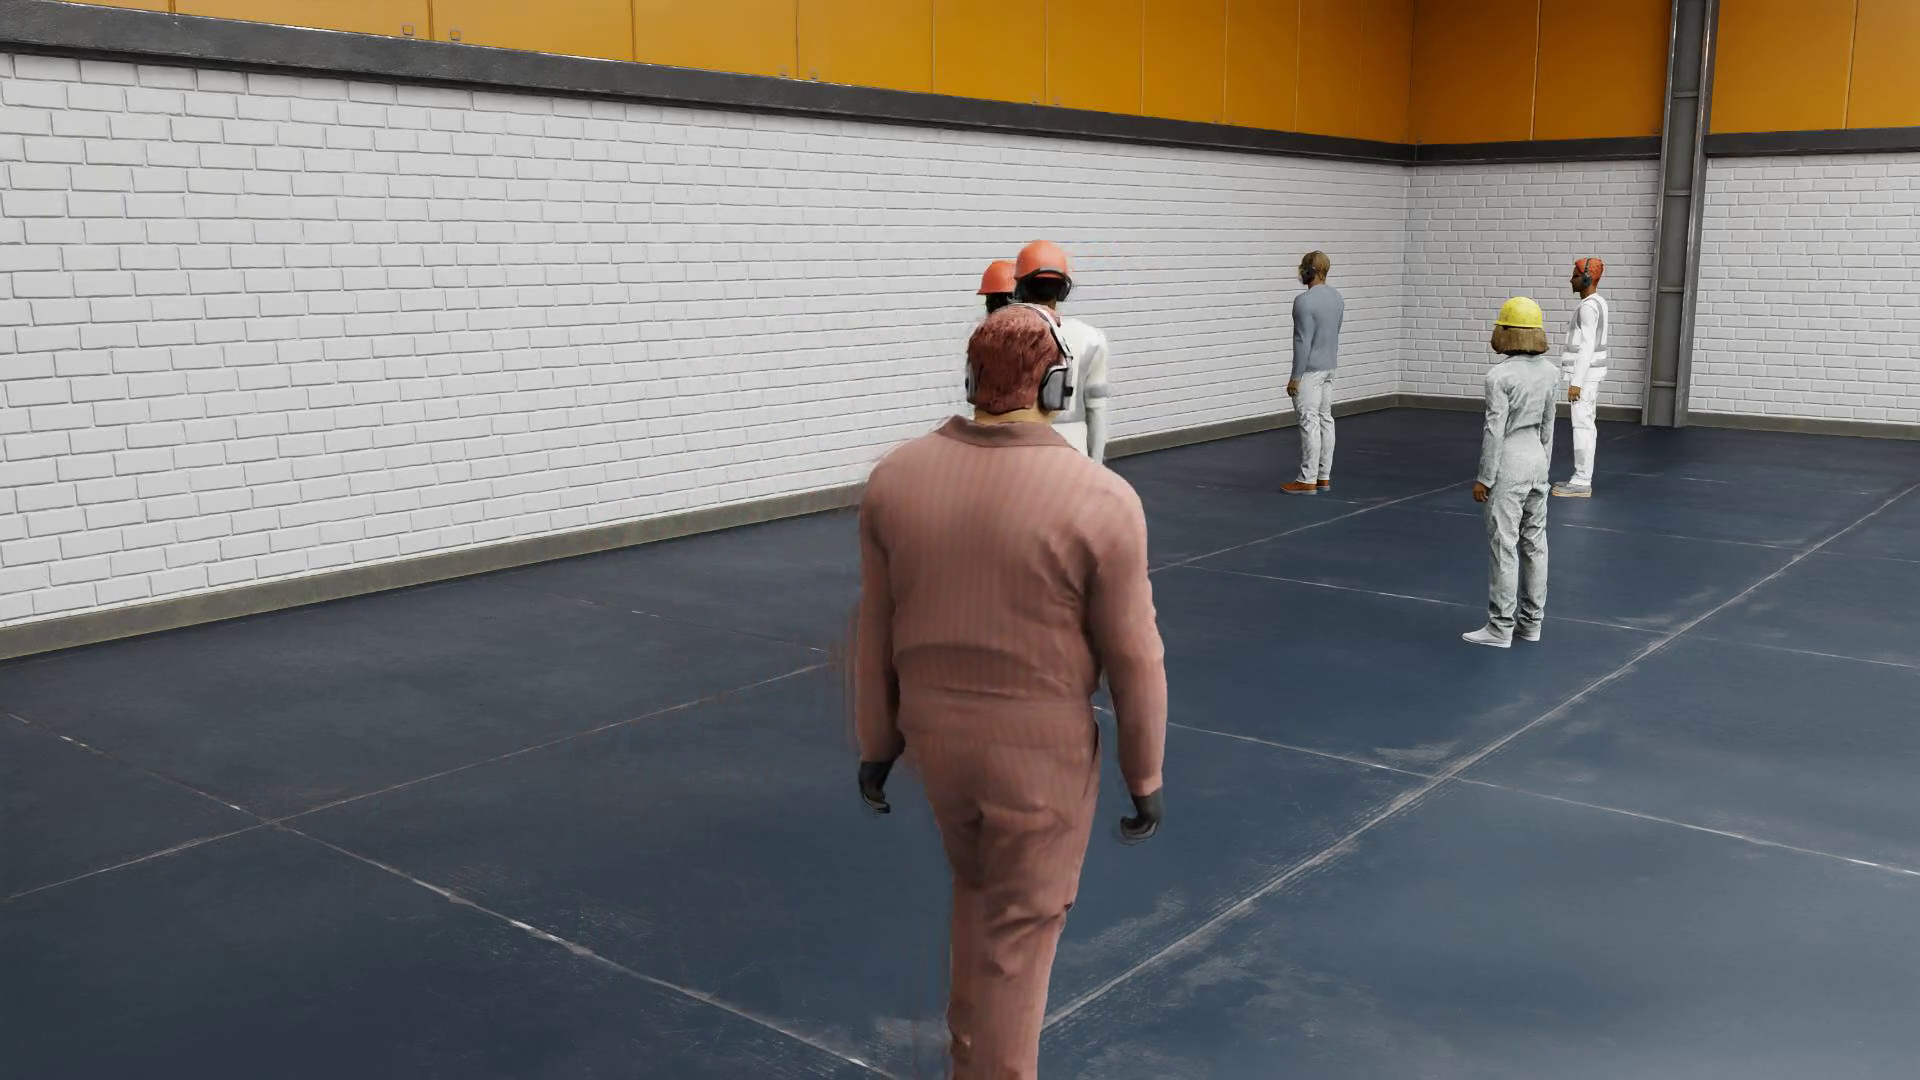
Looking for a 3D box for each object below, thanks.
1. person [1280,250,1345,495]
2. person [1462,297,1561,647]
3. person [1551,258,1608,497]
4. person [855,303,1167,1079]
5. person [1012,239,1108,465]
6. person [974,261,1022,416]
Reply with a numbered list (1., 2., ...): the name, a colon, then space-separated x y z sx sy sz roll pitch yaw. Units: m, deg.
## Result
1. person: 2.815 -1.332 13.295 0.372 1.940 0.631 8 13 38
2. person: 2.758 -0.335 8.312 0.485 1.744 0.295 -6 12 -32
3. person: 4.920 -1.279 13.158 0.355 1.882 0.574 5 11 25
4. person: 0.148 0.436 3.621 0.680 1.886 0.614 6 12 31
5. person: 0.382 -0.320 7.438 0.611 2.031 0.615 -3 11 -14
6. person: 0.185 -0.556 9.089 0.575 1.898 0.938 -8 13 -38
